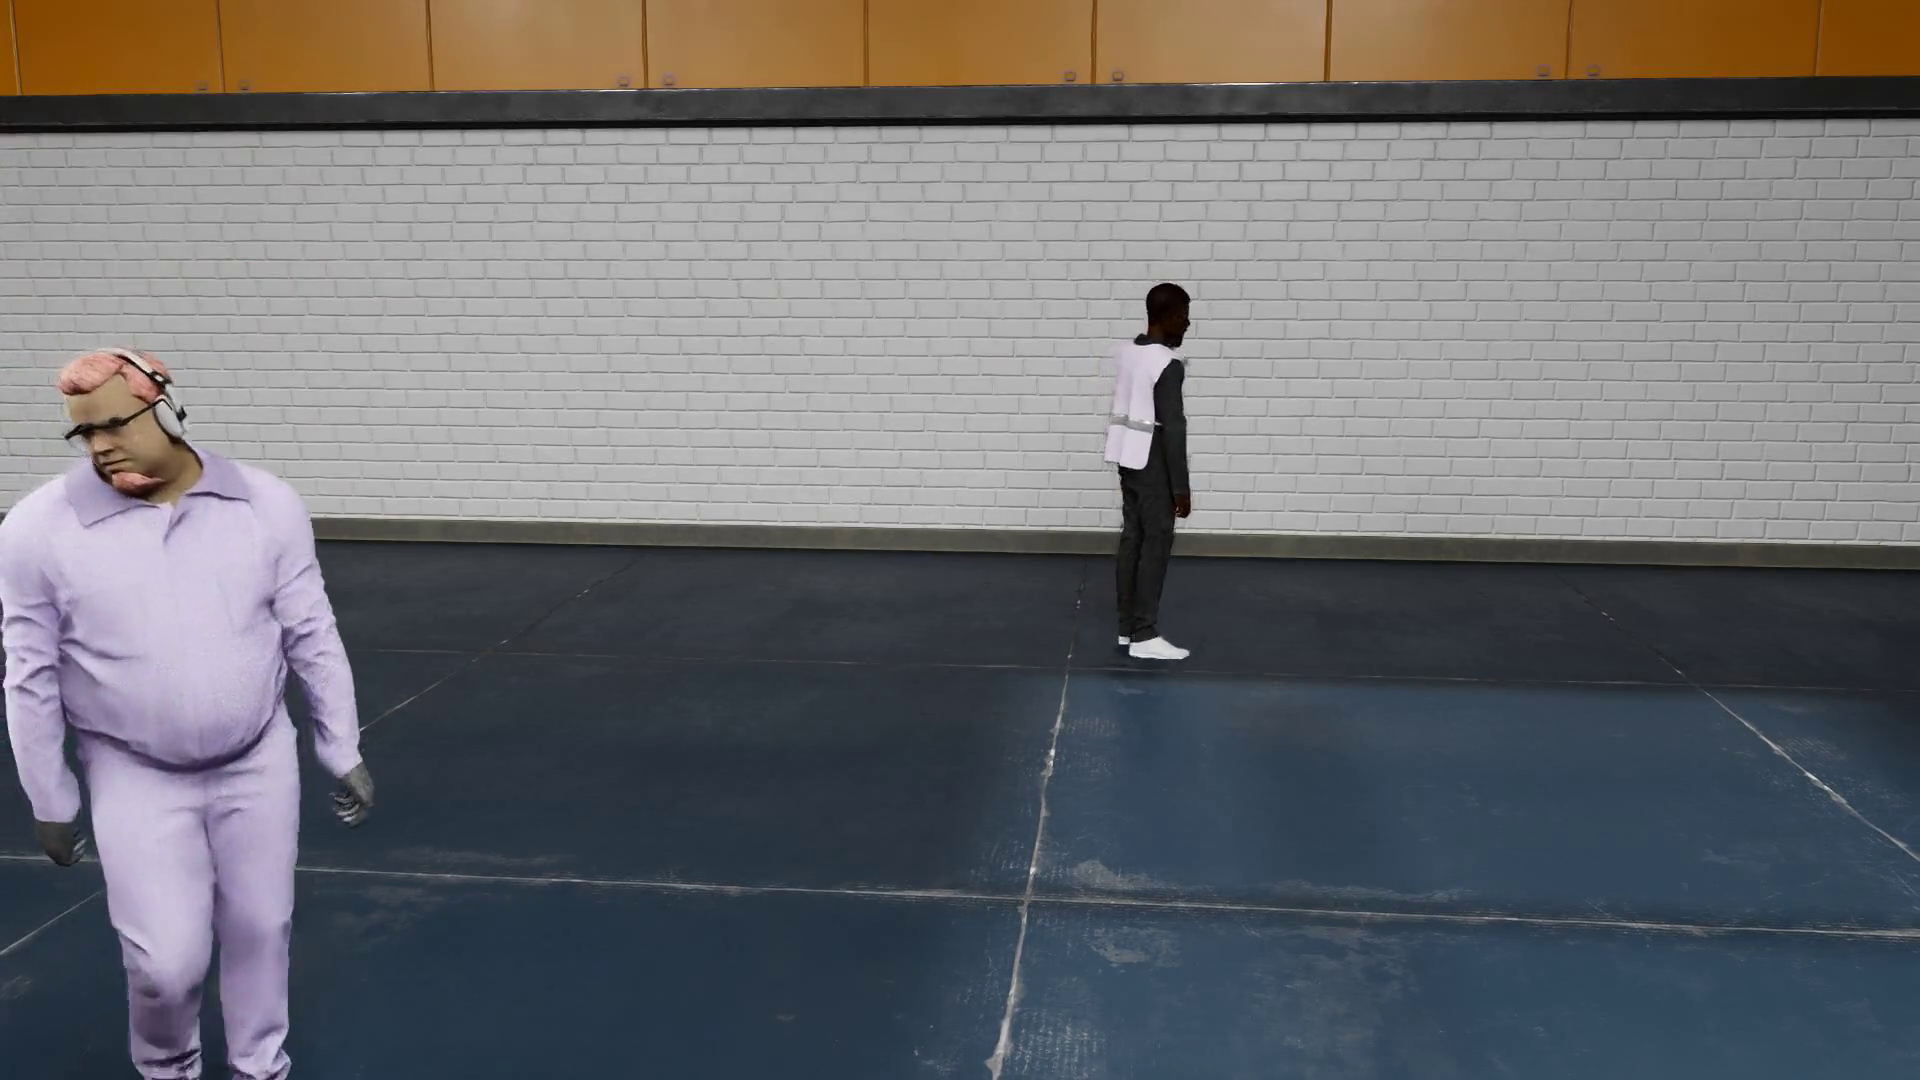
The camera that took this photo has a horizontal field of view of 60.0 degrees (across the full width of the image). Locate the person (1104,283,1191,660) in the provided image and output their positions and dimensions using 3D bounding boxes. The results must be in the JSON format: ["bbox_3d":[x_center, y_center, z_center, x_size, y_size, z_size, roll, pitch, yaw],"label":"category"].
[{"bbox_3d":[0.962,-0.352,8.552,0.376,1.896,0.684,-4,11,-20],"label":"person"}]

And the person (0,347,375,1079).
[{"bbox_3d":[-1.666,0.515,3.655,0.684,1.875,0.435,-8,13,-39],"label":"person"}]
